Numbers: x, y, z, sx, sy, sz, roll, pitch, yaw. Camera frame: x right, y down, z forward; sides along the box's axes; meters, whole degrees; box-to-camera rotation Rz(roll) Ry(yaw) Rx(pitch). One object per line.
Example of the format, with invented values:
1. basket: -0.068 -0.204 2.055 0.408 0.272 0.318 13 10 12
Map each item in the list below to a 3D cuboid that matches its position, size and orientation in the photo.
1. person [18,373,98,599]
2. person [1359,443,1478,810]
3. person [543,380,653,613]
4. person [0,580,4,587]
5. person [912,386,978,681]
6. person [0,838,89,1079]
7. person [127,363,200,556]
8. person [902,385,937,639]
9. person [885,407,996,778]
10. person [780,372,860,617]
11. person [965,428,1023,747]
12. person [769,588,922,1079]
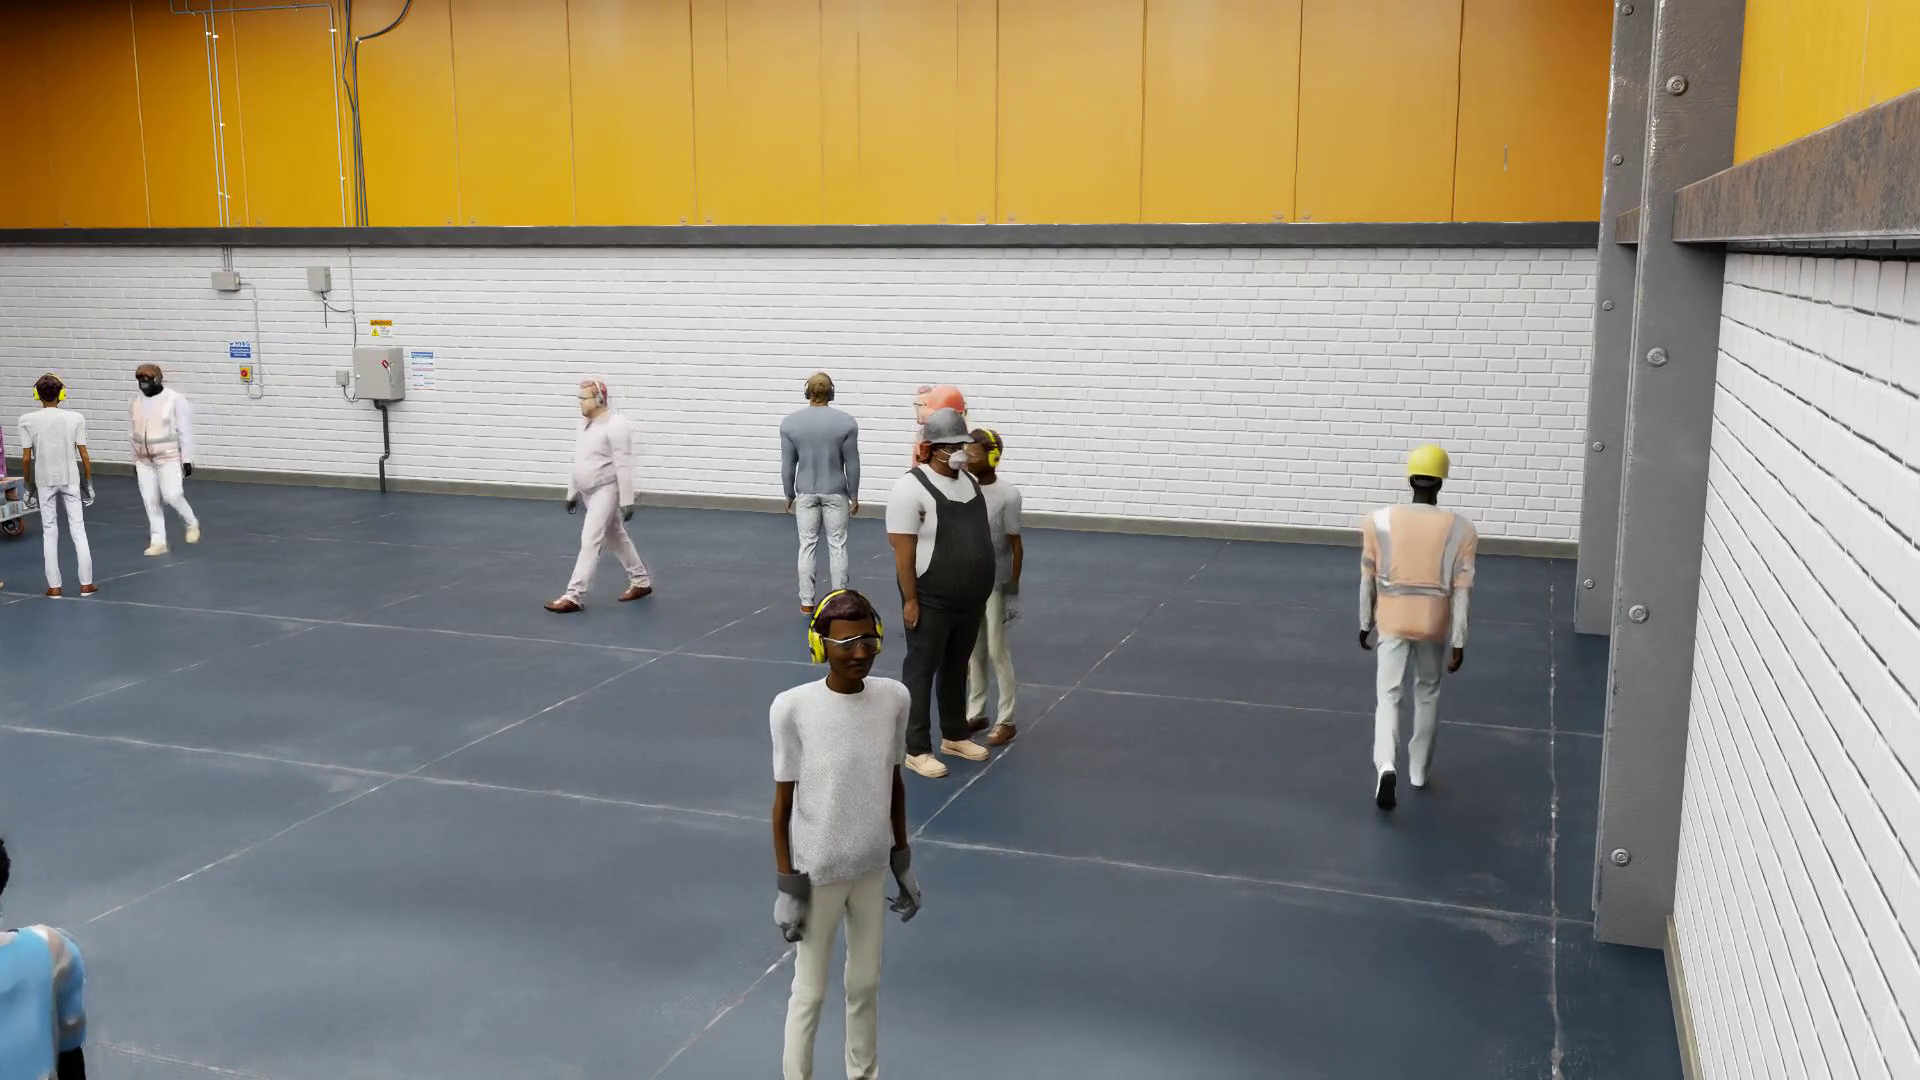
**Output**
1. person: -7.496 -0.447 13.821 0.532 1.868 0.310 -6 11 -29
2. person: 2.378 0.451 8.697 0.584 1.898 0.838 3 10 15
3. person: -2.926 -0.367 13.428 1.013 1.854 0.666 -8 13 -37
4. person: -8.342 -0.530 13.929 0.378 1.996 0.610 -2 10 -9
5. person: -0.079 -0.046 11.210 0.625 1.991 0.380 6 12 29
6. person: -2.254 1.439 3.793 0.867 1.645 0.542 2 10 13
7. person: -7.571 -0.773 15.790 0.637 1.820 0.528 1 10 6
8. person: -0.218 -0.199 12.359 0.773 1.886 0.694 -5 11 -26
9. person: -0.052 0.276 9.264 0.536 2.000 0.676 8 13 39
10. person: -1.091 -0.351 13.086 0.627 1.940 0.372 0 10 2
11. person: 0.154 0.273 9.767 0.313 1.870 0.528 -8 13 -40
12. person: -0.357 1.066 5.292 0.520 1.874 0.332 -6 12 -31
